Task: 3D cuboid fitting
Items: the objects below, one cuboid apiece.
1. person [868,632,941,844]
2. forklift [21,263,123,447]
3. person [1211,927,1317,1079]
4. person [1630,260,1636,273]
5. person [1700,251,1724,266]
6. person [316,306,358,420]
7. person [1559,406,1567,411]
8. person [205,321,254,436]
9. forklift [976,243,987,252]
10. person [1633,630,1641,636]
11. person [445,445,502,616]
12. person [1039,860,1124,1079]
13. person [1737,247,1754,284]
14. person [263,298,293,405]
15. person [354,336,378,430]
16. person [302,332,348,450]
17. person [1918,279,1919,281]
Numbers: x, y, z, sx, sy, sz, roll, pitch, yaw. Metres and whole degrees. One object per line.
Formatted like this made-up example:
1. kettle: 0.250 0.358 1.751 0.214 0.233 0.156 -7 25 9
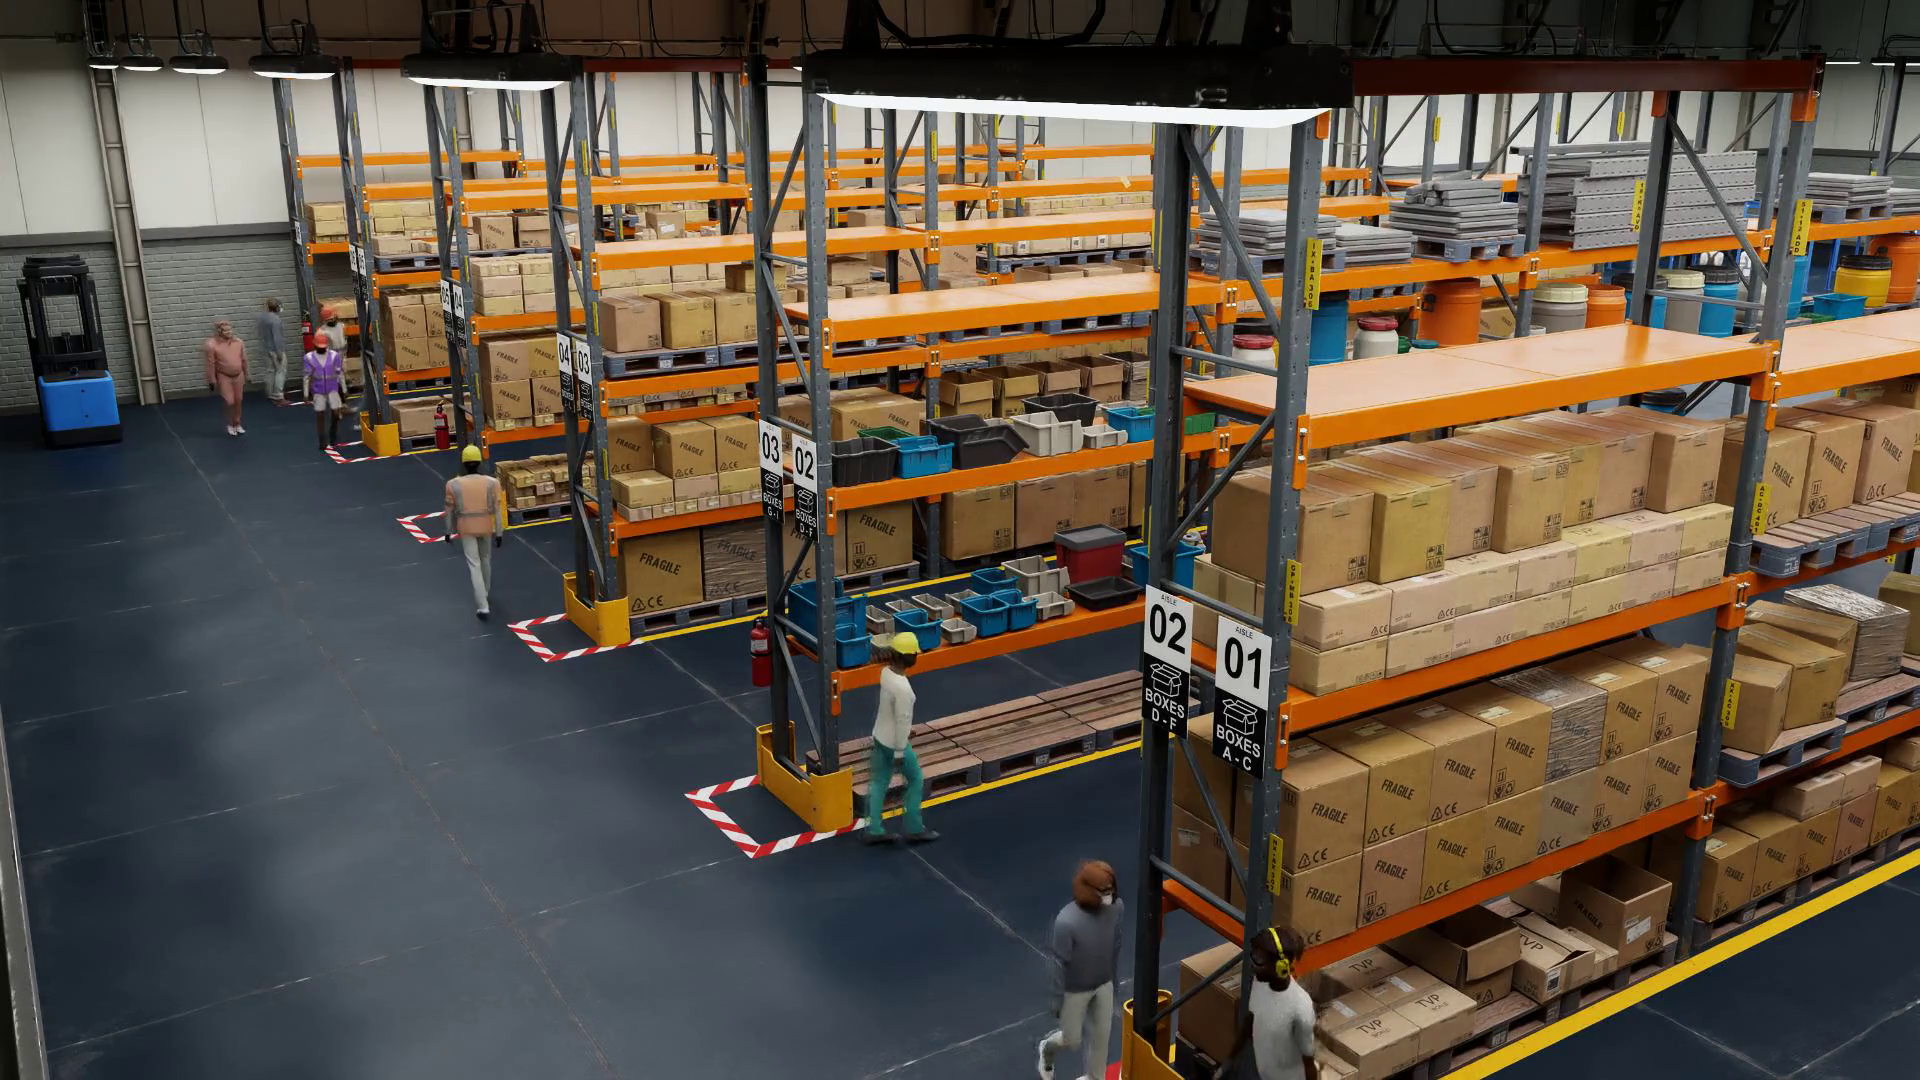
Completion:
1. person: -0.443 1.555 12.383 0.692 1.732 0.519 -8 19 -25
2. forklift: -14.518 -3.079 25.708 1.129 2.768 1.873 -10 20 -31
3. person: 1.574 2.817 8.120 0.989 1.810 0.510 -4 18 -14
4. person: 17.130 -6.853 40.178 0.814 1.599 0.508 12 21 34
5. person: 18.168 -6.374 38.226 0.502 1.816 0.721 10 20 30
6. person: -10.668 -3.048 27.042 0.520 1.989 0.732 7 18 22
7. person: 10.089 -2.828 26.448 0.587 1.913 0.394 2 17 7
8. person: -11.947 -2.655 25.913 0.587 1.886 0.670 12 21 35
9. forklift: 0.988 -5.474 34.718 1.214 2.155 2.313 -10 20 -31
10. person: 6.131 0.815 14.768 0.484 1.757 0.529 -8 19 -24
11. person: -5.427 -0.129 17.661 0.608 1.878 0.981 -9 19 -26
12. person: 0.719 2.577 9.214 0.526 1.615 0.571 -11 20 -31
13. person: 18.904 -6.303 37.799 0.550 1.935 0.375 3 17 9
14. person: -12.315 -3.389 28.325 0.434 1.912 0.772 -14 22 -38
15. person: -9.770 -2.626 26.343 0.889 1.575 0.505 -11 20 -32
16. person: -10.028 -2.353 24.919 0.686 1.889 0.609 -8 19 -26
17. person: 18.021 -3.948 29.976 0.375 1.997 0.612 14 22 39
